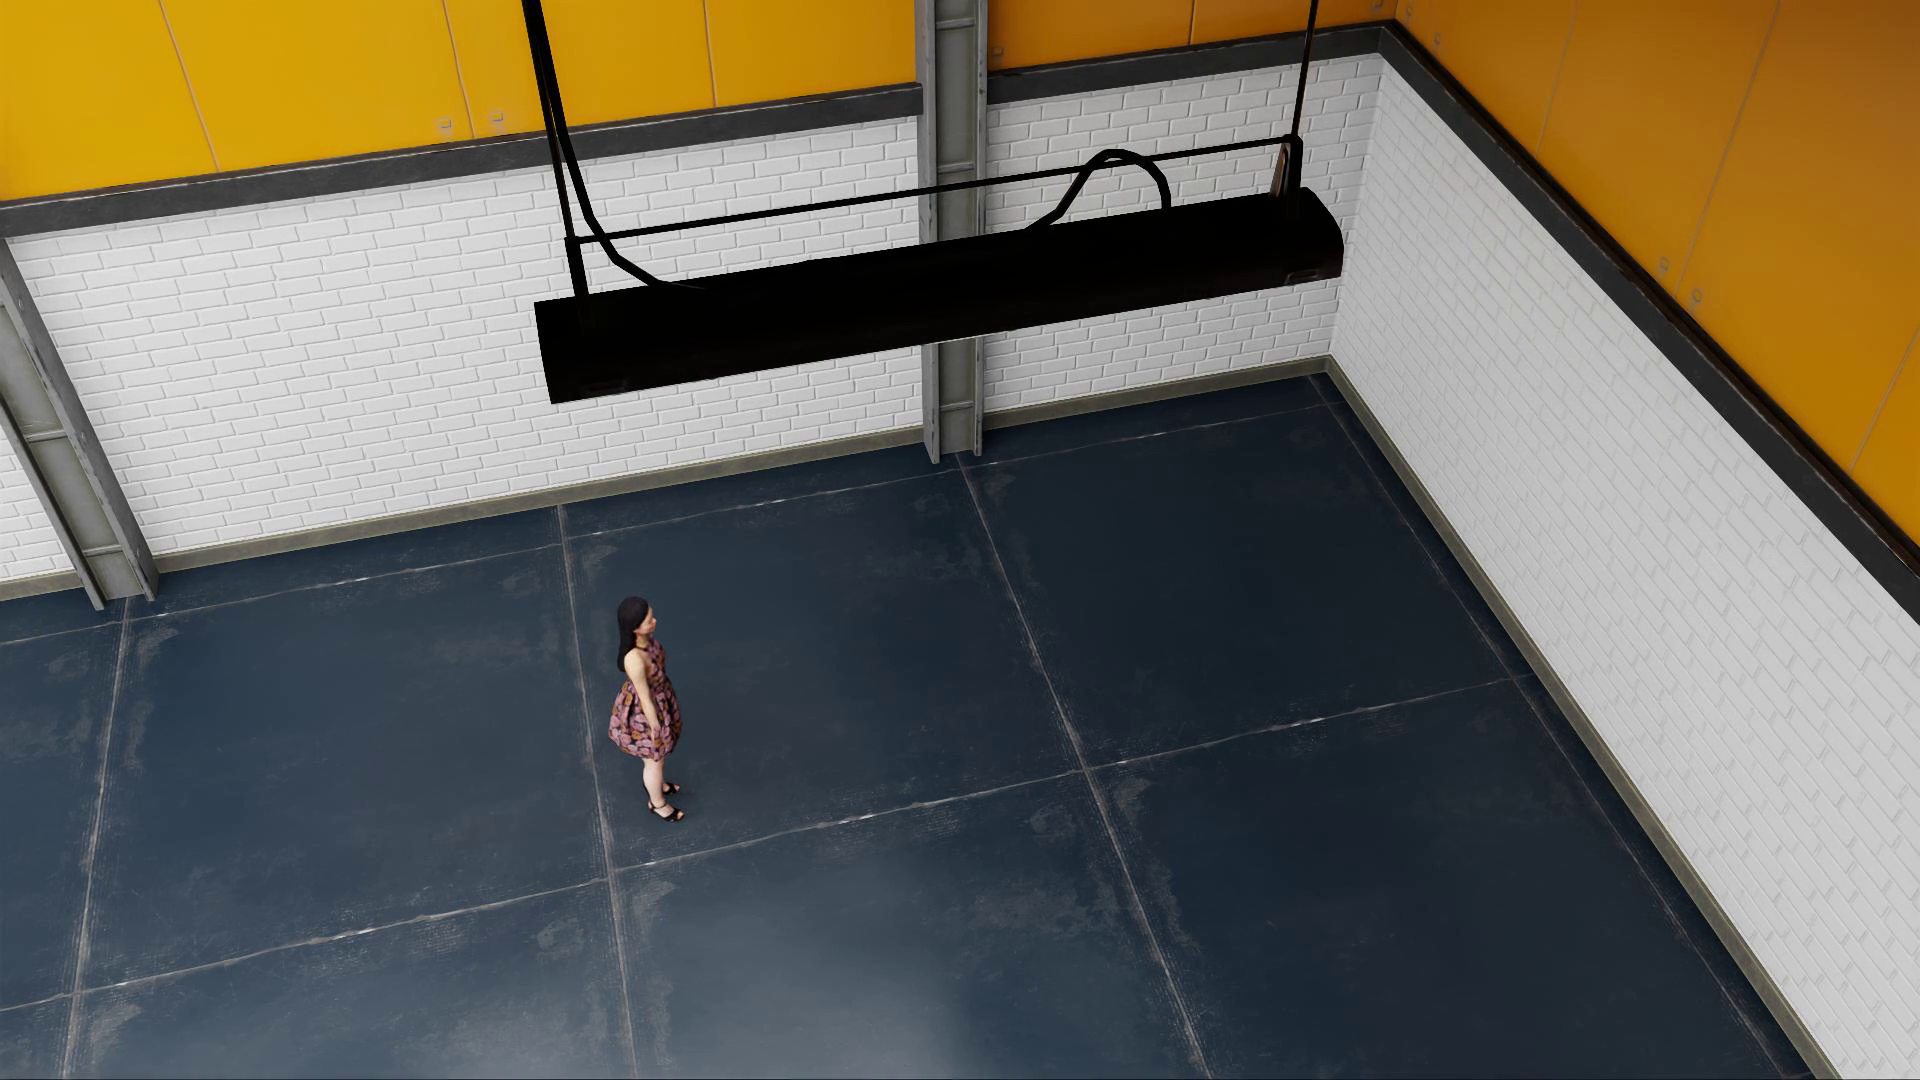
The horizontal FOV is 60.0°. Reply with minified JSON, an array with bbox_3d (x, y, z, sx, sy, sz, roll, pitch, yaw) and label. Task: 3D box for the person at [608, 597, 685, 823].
[{"bbox_3d":[-1.809,0.986,9.740,0.680,1.774,0.676,-7,44,-7],"label":"person"}]
